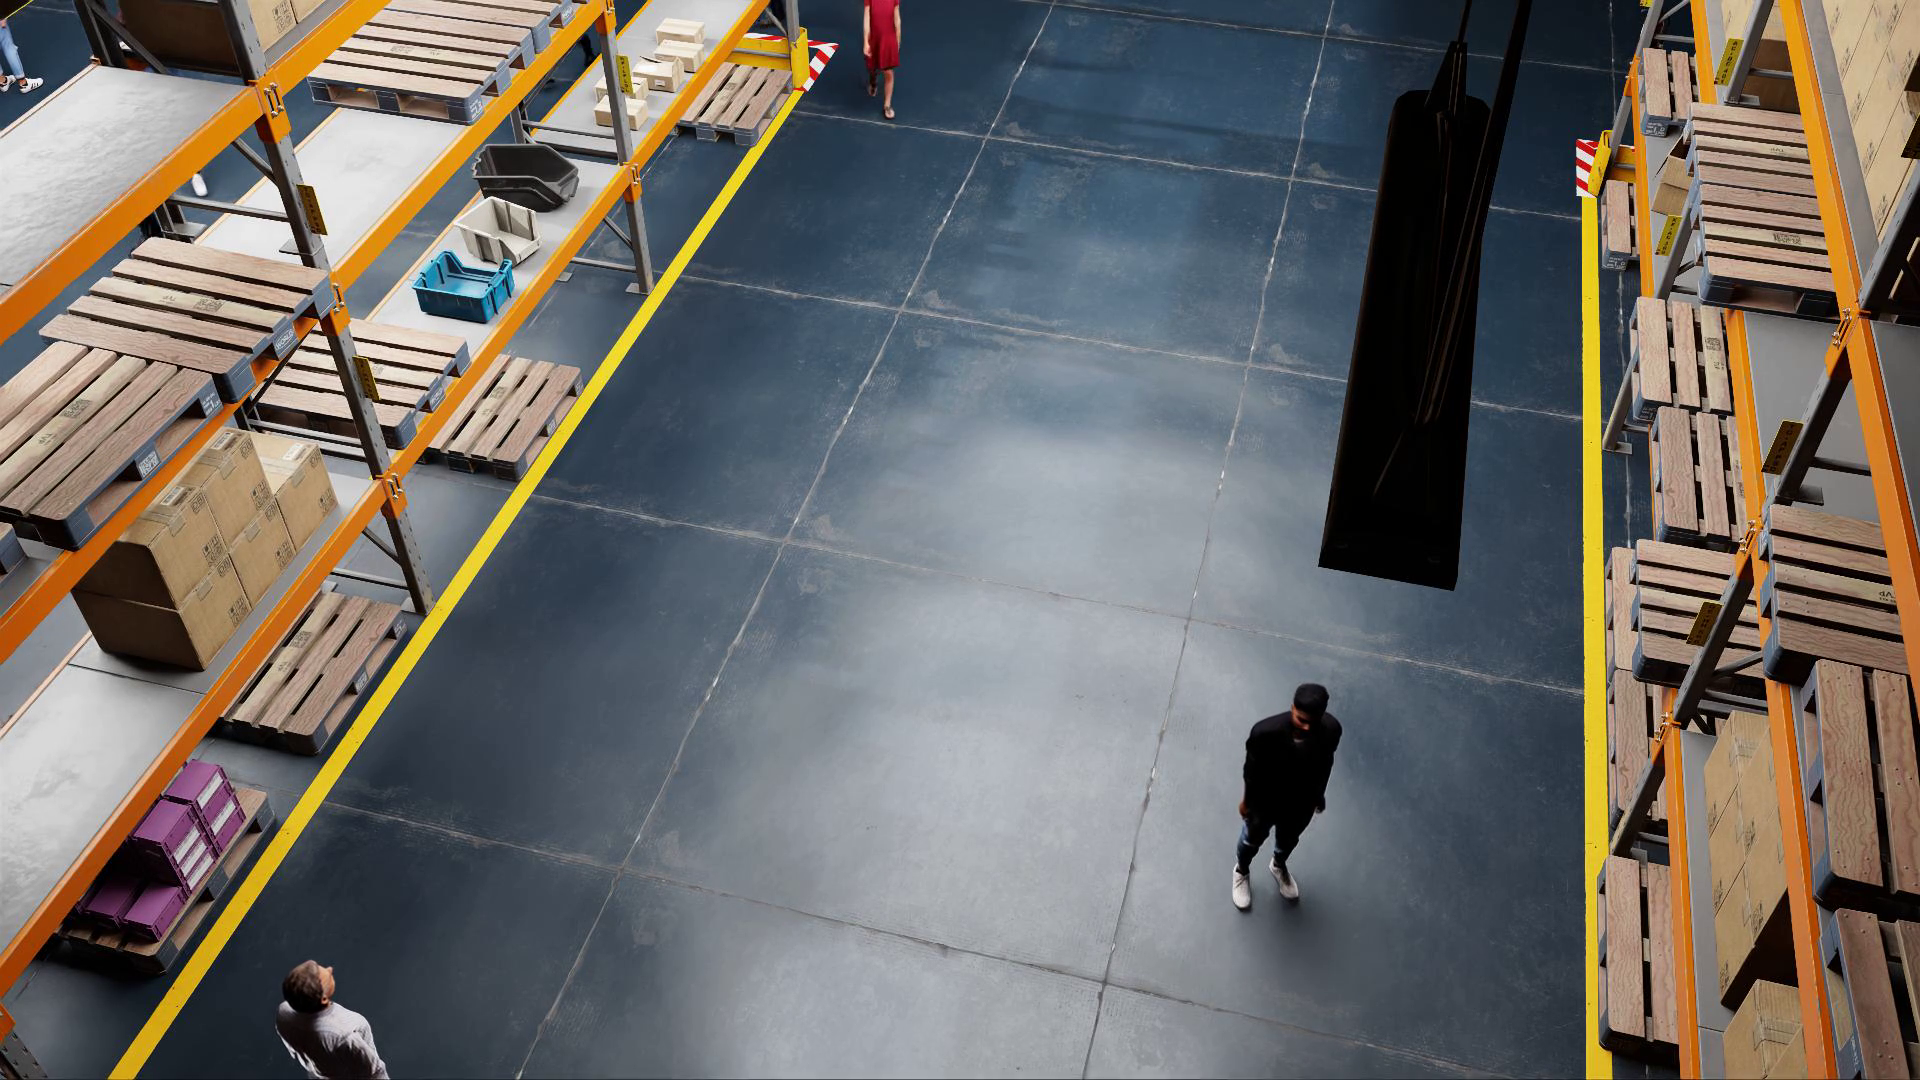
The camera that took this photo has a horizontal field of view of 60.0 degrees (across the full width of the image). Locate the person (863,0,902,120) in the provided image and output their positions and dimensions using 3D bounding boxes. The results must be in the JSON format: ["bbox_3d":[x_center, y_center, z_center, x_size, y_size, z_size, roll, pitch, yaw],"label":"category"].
[{"bbox_3d":[-0.779,-4.948,16.329,0.729,1.540,0.880,-7,44,-7],"label":"person"}]

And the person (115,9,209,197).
[{"bbox_3d":[-7.327,-4.052,15.216,1.073,1.777,1.130,-26,50,-25],"label":"person"}]

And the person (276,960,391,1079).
[{"bbox_3d":[-3.009,2.629,8.173,0.670,1.818,0.595,15,46,16],"label":"person"}]

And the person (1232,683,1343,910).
[{"bbox_3d":[1.839,1.413,9.461,0.777,1.803,0.754,-7,44,-7],"label":"person"}]

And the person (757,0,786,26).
[{"bbox_3d":[-2.060,-6.252,17.515,1.013,1.793,1.008,-6,44,-6],"label":"person"}]

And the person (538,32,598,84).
[{"bbox_3d":[-4.091,-5.351,16.696,0.839,1.617,1.126,27,50,26],"label":"person"}]
